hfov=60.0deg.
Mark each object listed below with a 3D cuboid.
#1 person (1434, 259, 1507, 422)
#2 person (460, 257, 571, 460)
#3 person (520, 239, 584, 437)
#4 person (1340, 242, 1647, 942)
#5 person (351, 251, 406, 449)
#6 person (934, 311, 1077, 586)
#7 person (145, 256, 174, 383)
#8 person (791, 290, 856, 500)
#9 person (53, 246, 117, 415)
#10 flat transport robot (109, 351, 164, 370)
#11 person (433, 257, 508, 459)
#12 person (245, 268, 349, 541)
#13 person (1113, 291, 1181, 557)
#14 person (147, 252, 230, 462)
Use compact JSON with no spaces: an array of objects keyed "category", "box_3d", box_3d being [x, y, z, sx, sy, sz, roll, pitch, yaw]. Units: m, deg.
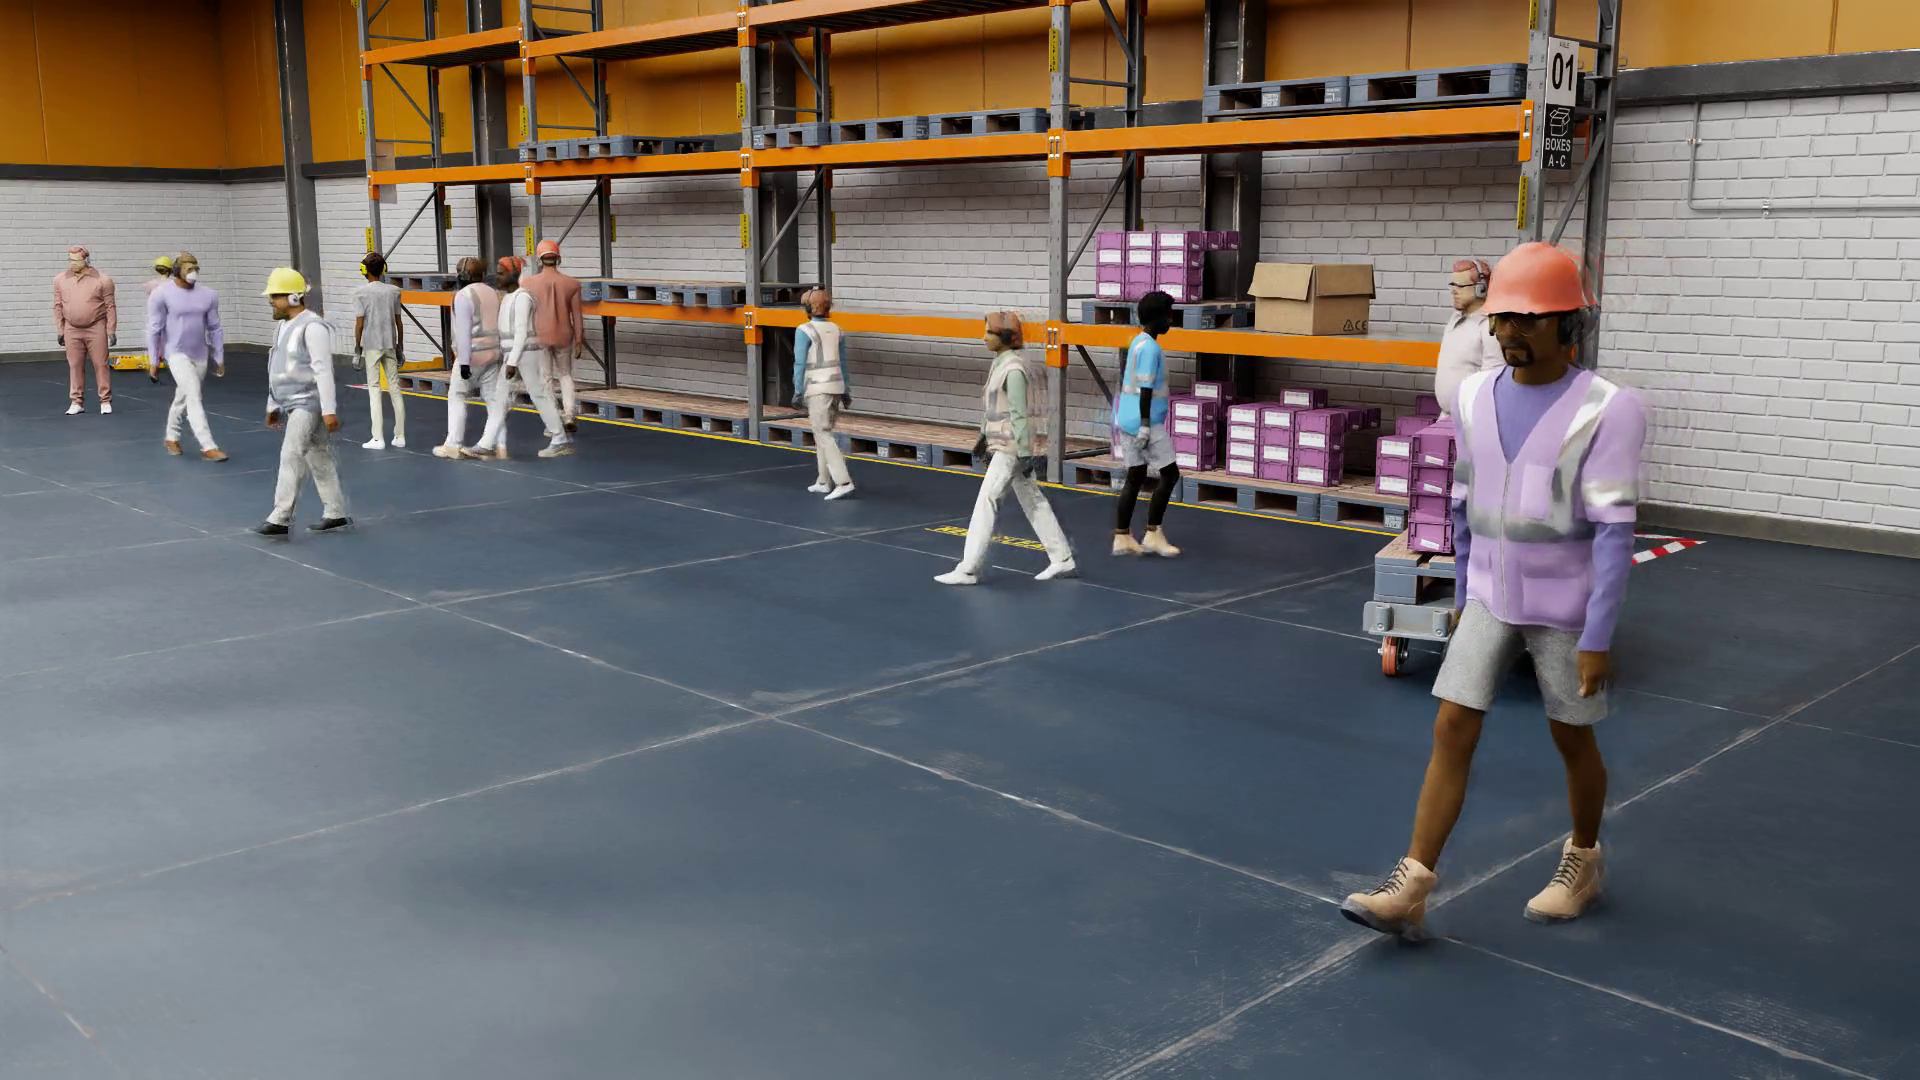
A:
[{"category":"person","box_3d":[2.978,-0.703,9.796,0.417,1.883,0.669,-2,11,-8]},{"category":"person","box_3d":[-4.005,-1.625,15.001,1.001,1.835,0.583,-8,13,-36]},{"category":"person","box_3d":[-4.113,-2.015,16.696,0.625,1.977,0.432,-5,12,-26]},{"category":"person","box_3d":[1.558,0.183,4.676,1.026,1.989,0.630,-8,13,-38]},{"category":"person","box_3d":[-5.530,-1.794,15.805,0.328,1.868,0.518,10,14,43]},{"category":"person","box_3d":[0.302,-0.528,9.643,0.851,1.595,0.516,-1,10,-3]},{"category":"person","box_3d":[-10.840,-2.987,22.669,0.531,1.747,0.721,0,10,-2]},{"category":"person","box_3d":[-1.002,-1.127,12.883,0.598,1.608,0.532,7,12,33]},{"category":"person","box_3d":[-9.900,-2.365,18.828,0.641,1.901,0.401,-2,11,-11]},{"category":"flat transport robot","box_3d":[-12.636,-2.751,25.376,0.652,0.197,1.431,-7,13,-34]},{"category":"person","box_3d":[-4.471,-1.637,15.074,0.804,1.812,0.663,4,11,19]},{"category":"person","box_3d":[-4.501,-0.895,11.071,0.829,1.798,0.627,-9,13,-39]},{"category":"person","box_3d":[1.213,-0.720,10.446,0.555,1.669,0.546,-1,10,-3]},{"category":"person","box_3d":[-7.017,-1.661,15.064,1.074,1.882,0.640,7,12,32]}]
